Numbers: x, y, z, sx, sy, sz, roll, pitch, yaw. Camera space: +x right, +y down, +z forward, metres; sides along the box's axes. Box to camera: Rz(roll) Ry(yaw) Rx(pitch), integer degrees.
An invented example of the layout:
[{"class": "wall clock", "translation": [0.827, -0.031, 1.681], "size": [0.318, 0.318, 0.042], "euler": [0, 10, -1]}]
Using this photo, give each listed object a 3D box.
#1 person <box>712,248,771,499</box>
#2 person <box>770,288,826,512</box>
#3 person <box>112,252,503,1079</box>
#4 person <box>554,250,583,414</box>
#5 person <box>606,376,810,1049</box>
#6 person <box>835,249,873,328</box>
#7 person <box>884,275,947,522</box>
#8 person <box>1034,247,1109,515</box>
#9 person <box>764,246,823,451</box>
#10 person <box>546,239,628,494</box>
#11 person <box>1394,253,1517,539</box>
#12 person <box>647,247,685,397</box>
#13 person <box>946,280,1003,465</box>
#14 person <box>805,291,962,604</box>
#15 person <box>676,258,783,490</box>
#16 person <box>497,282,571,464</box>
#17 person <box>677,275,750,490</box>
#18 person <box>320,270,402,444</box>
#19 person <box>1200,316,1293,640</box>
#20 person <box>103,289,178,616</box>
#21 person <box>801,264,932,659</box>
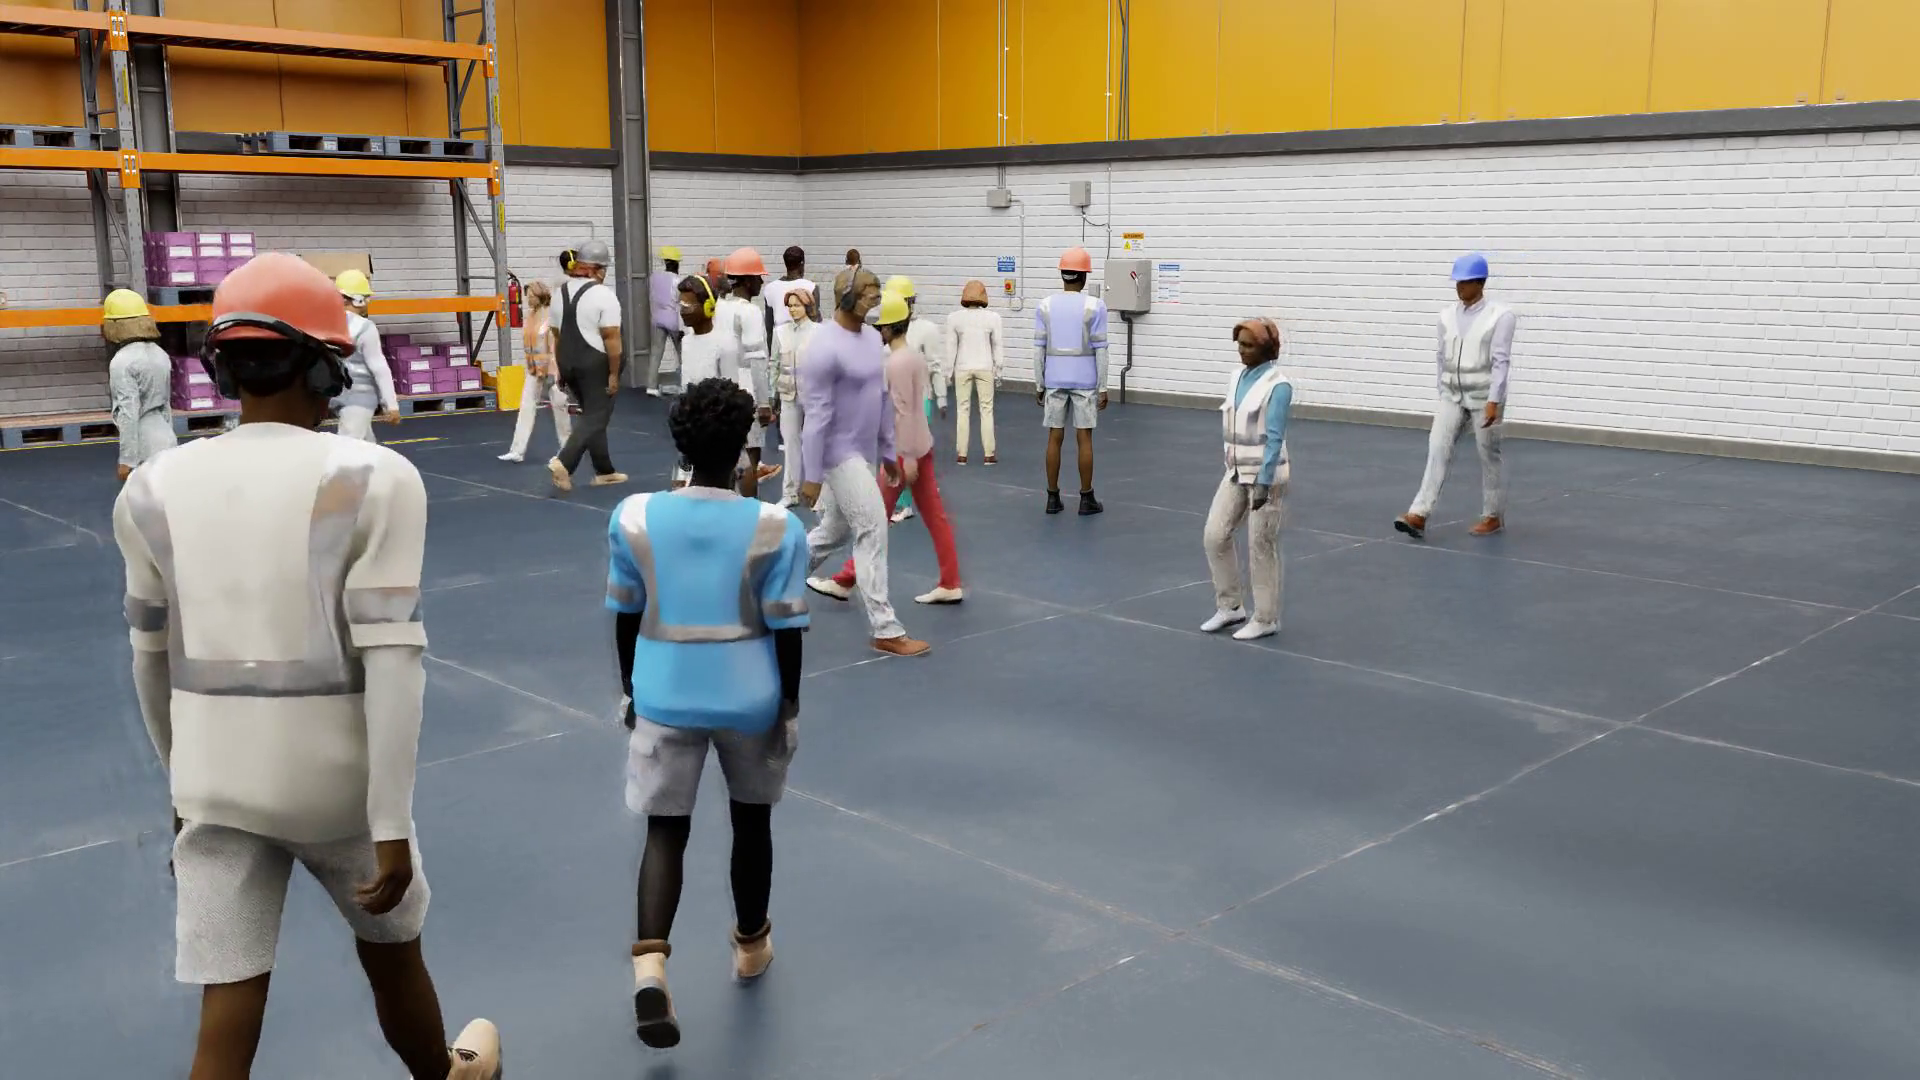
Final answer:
[{"class": "person", "translation": [-1.412, -0.948, 10.992], "size": [0.368, 1.939, 0.542], "euler": [-8, 13, -36]}, {"class": "person", "translation": [-1.156, -1.026, 12.235], "size": [0.525, 1.639, 0.307], "euler": [4, 11, 21]}, {"class": "person", "translation": [-1.271, 0.447, 3.260], "size": [0.622, 1.976, 1.102], "euler": [1, 10, 5]}, {"class": "person", "translation": [-4.316, -2.335, 18.806], "size": [0.641, 1.843, 0.554], "euler": [-8, 13, -38]}, {"class": "person", "translation": [-0.644, 0.424, 4.232], "size": [0.537, 1.673, 0.744], "euler": [0, 10, 1]}, {"class": "person", "translation": [-1.384, -2.890, 21.854], "size": [0.505, 1.840, 0.346], "euler": [1, 10, 4]}, {"class": "person", "translation": [-0.372, -0.985, 11.708], "size": [0.576, 1.744, 0.443], "euler": [5, 11, 23]}, {"class": "person", "translation": [0.816, -1.147, 12.078], "size": [0.553, 1.935, 0.364], "euler": [4, 11, 19]}, {"class": "person", "translation": [-1.558, -1.793, 15.653], "size": [0.587, 1.920, 0.392], "euler": [4, 11, 22]}, {"class": "person", "translation": [-2.972, -1.393, 13.138], "size": [0.682, 2.000, 0.922], "euler": [7, 13, 35]}, {"class": "person", "translation": [3.319, -0.929, 10.992], "size": [0.970, 1.901, 0.607], "euler": [-9, 14, -41]}, {"class": "person", "translation": [-3.650, -2.744, 20.955], "size": [0.604, 1.878, 0.991], "euler": [5, 12, 27]}, {"class": "person", "translation": [0.129, -1.475, 14.698], "size": [0.507, 1.631, 0.276], "euler": [1, 10, 5]}, {"class": "person", "translation": [-0.407, -0.483, 9.036], "size": [0.919, 1.712, 0.549], "euler": [1, 10, 7]}, {"class": "person", "translation": [-1.848, -1.295, 13.171], "size": [0.970, 1.828, 0.599], "euler": [-4, 11, -22]}, {"class": "person", "translation": [-3.738, -1.447, 14.590], "size": [0.545, 1.602, 0.782], "euler": [8, 13, 37]}, {"class": "person", "translation": [-1.343, -0.561, 9.231], "size": [0.969, 1.824, 0.531], "euler": [-8, 13, -36]}, {"class": "person", "translation": [-4.194, -0.992, 11.662], "size": [0.619, 1.777, 0.947], "euler": [7, 13, 34]}, {"class": "person", "translation": [1.424, -0.291, 8.249], "size": [0.445, 1.621, 0.528], "euler": [-4, 11, -23]}, {"class": "person", "translation": [-4.354, -0.458, 8.863], "size": [0.313, 1.741, 0.487], "euler": [0, 10, 1]}, {"class": "person", "translation": [-0.609, -0.396, 8.160], "size": [1.002, 1.900, 0.640], "euler": [4, 11, 19]}]
